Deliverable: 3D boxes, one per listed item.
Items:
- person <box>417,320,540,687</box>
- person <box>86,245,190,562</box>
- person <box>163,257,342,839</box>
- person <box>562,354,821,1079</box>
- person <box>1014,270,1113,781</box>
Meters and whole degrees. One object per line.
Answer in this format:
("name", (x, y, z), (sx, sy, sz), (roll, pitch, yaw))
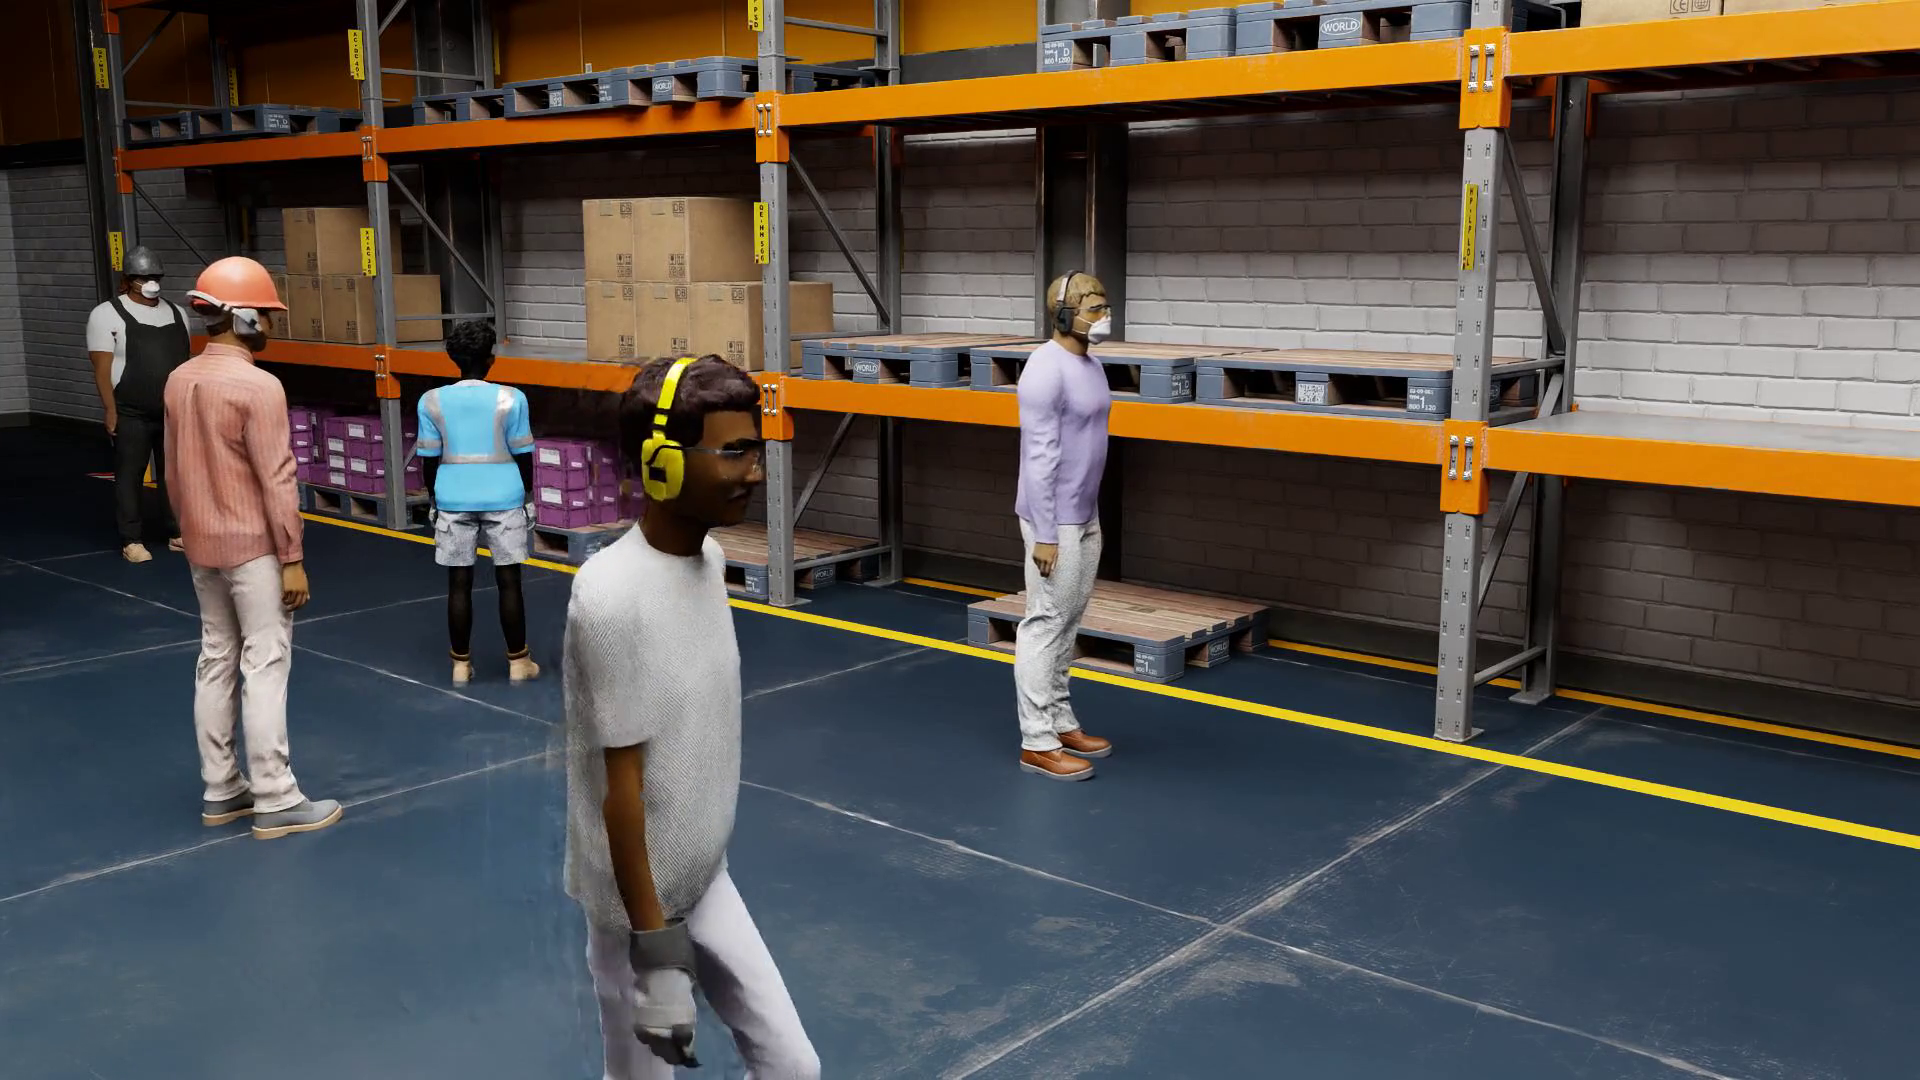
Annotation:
("person", (-2.209, -0.158, 7.670), (0.529, 1.694, 0.321), (-1, 10, -3))
("person", (-5.248, -0.890, 10.846), (0.536, 2.000, 0.672), (6, 12, 33))
("person", (-2.462, 0.028, 5.756), (0.623, 1.989, 0.401), (6, 12, 33))
("person", (-0.481, 0.621, 2.803), (0.461, 1.852, 0.536), (3, 10, 18))
("person", (0.411, -0.065, 6.440), (0.376, 1.940, 0.629), (4, 11, 22))
